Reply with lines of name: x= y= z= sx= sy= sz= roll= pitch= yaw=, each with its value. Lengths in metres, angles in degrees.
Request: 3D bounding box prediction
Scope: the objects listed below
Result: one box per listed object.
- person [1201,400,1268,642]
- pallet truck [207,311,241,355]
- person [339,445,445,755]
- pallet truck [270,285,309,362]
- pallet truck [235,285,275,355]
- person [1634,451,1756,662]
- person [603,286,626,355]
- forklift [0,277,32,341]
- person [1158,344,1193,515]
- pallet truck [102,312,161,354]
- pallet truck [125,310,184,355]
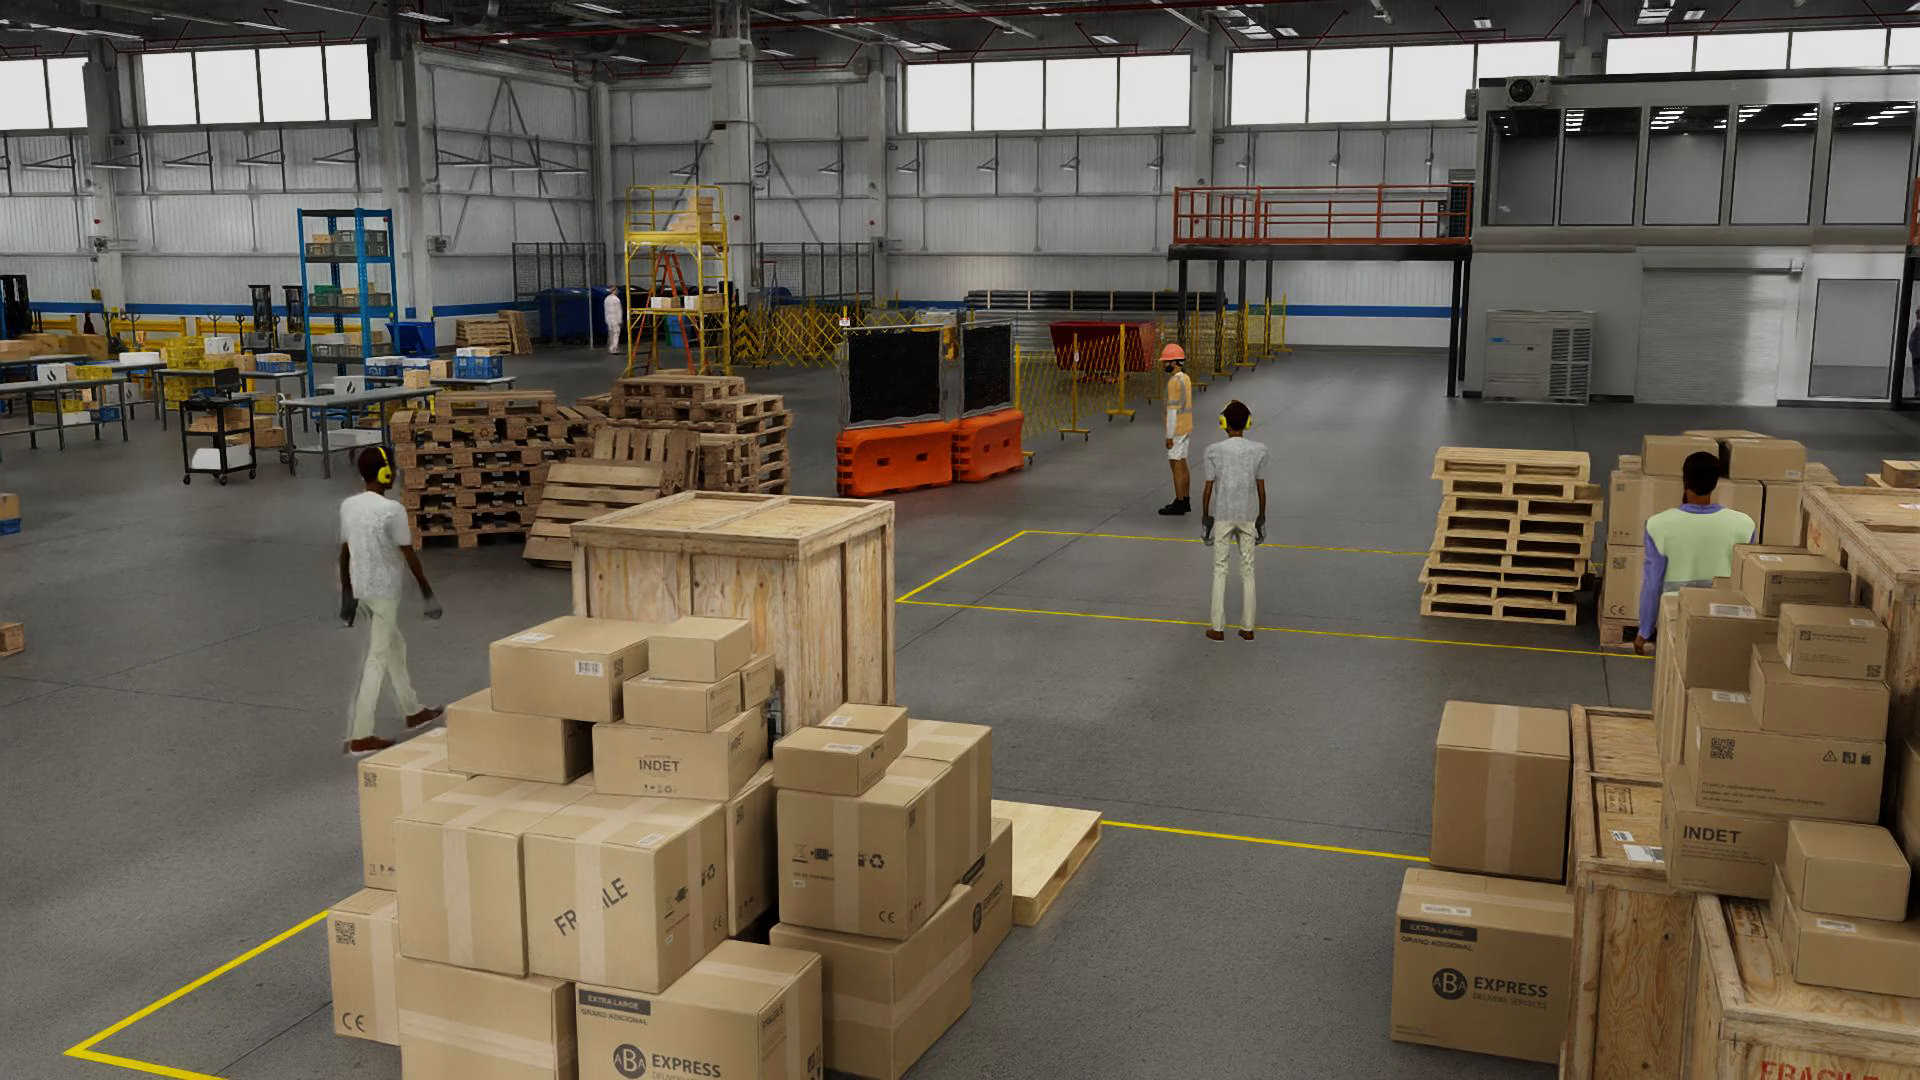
person: x=2.103 y=-0.140 z=12.753 sx=0.503 sy=1.861 sz=0.328 roll=0 pitch=10 yaw=3
pallet truck: x=-19.537 y=-5.575 z=44.913 sx=0.653 sy=1.274 sz=1.630 roll=3 pitch=11 yaw=19
person: x=-3.432 y=0.340 z=10.119 sx=0.536 sy=1.834 sz=0.908 roll=7 pitch=12 yaw=33
pallet truck: x=-17.147 y=-5.700 z=43.663 sx=0.823 sy=1.965 sz=1.885 roll=3 pitch=11 yaw=17
pallet truck: x=-18.327 y=-5.835 z=44.421 sx=0.823 sy=1.965 sz=1.885 roll=4 pitch=11 yaw=23
person: x=4.015 y=0.473 z=9.117 sx=0.587 sy=1.920 sz=0.392 roll=1 pitch=10 yaw=4
person: x=-9.527 y=-6.046 z=45.936 sx=0.660 sy=1.897 sz=0.517 roll=9 pitch=13 yaw=40
forklift: x=-27.151 y=-6.329 z=46.328 sx=1.157 sy=1.987 sz=2.680 roll=3 pitch=11 yaw=17
person: x=2.416 y=-1.243 z=18.775 sx=0.398 sy=1.928 sz=0.541 roll=4 pitch=11 yaw=21
pallet truck: x=-23.057 y=-5.777 z=46.261 sx=0.680 sy=1.201 sz=1.601 roll=3 pitch=11 yaw=19
pallet truck: x=-22.038 y=-5.665 z=45.457 sx=0.704 sy=1.261 sz=1.522 roll=3 pitch=11 yaw=17
